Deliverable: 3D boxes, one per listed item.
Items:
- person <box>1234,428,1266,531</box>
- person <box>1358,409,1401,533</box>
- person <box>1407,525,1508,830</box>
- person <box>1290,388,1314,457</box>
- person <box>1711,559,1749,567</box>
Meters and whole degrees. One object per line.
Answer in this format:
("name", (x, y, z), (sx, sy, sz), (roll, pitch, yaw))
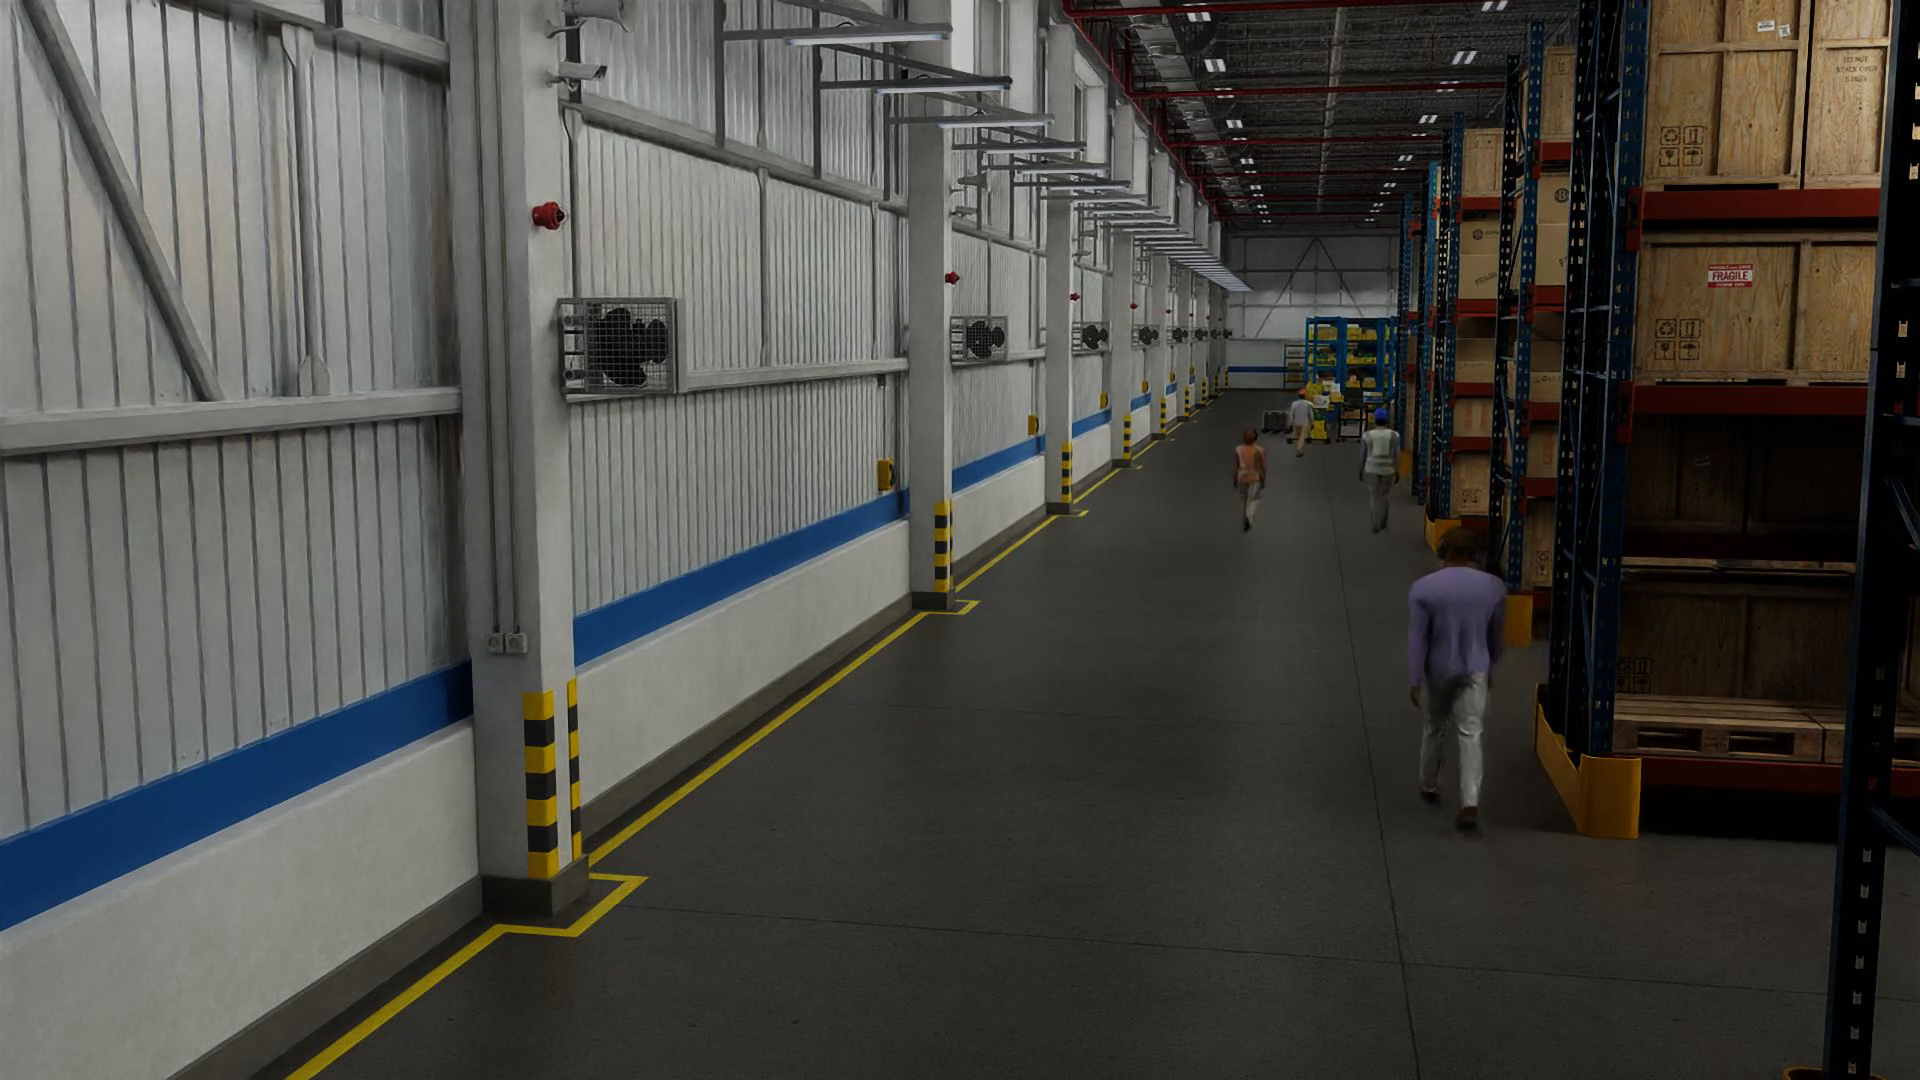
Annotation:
("person", (4.469, -0.921, 25.773), (0.520, 1.627, 0.499), (4, 8, 26))
("person", (6.532, -1.087, 25.938), (0.629, 1.902, 0.956), (1, 7, 11))
("person", (3.143, 0.856, 10.549), (0.618, 1.896, 1.045), (1, 7, 11))
("person", (8.440, -2.903, 41.209), (0.558, 1.727, 0.728), (5, 9, 35))
("person", (5.873, 0.639, 12.797), (0.380, 1.731, 0.503), (1, 7, 7))
